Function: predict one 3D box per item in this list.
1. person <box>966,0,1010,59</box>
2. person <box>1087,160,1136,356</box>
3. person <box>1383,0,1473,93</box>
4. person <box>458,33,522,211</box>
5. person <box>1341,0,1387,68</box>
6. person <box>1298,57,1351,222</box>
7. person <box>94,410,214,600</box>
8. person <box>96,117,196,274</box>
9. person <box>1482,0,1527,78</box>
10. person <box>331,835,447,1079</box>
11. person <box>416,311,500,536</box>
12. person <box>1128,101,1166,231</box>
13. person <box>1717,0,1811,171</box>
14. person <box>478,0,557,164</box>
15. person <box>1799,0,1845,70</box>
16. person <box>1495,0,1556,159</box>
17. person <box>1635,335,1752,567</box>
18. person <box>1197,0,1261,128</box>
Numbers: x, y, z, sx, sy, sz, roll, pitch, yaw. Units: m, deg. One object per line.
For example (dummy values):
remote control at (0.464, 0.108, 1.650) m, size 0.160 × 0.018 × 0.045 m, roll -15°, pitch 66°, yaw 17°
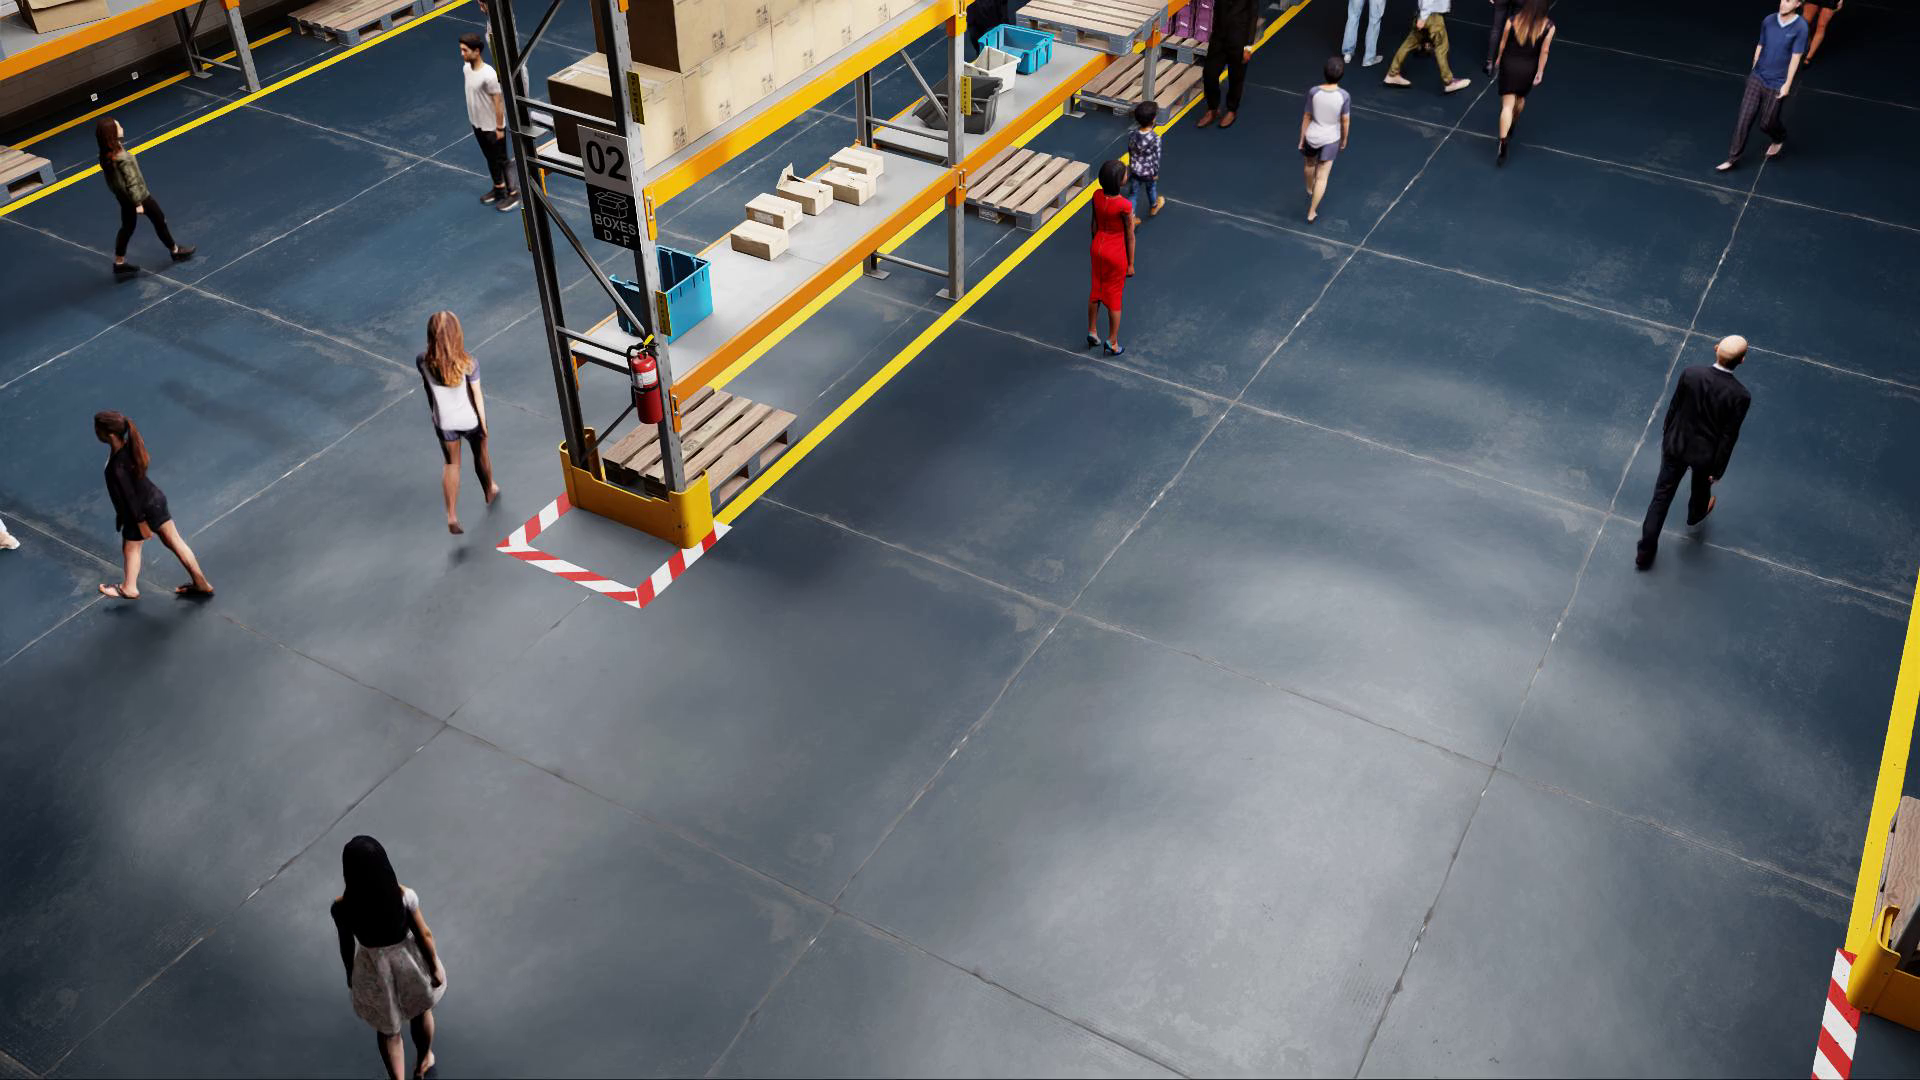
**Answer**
person at (0.294, -5.508, 17.658) m, size 0.706 × 1.788 × 1.025 m, roll 20°, pitch 43°, yaw 23°
person at (1.228, -2.320, 13.702) m, size 0.607 × 1.744 × 0.563 m, roll 30°, pitch 47°, yaw 32°
person at (4.970, -5.685, 17.899) m, size 1.020 × 1.764 × 1.185 m, roll 6°, pitch 39°, yaw 7°
person at (-4.482, -3.996, 15.819) m, size 0.673 × 1.721 × 0.605 m, roll 30°, pitch 48°, yaw 32°
person at (4.558, -6.207, 18.470) m, size 0.685 × 1.867 × 0.580 m, roll 23°, pitch 44°, yaw 26°
person at (3.401, -3.748, 15.662) m, size 0.674 × 1.530 × 0.988 m, roll 13°, pitch 40°, yaw 16°
person at (-5.436, -0.212, 11.234) m, size 0.925 × 1.530 × 0.985 m, roll 0°, pitch 39°, yaw 0°
person at (-7.455, -3.037, 14.840) m, size 0.704 × 1.443 × 1.013 m, roll 28°, pitch 46°, yaw 31°
person at (6.057, -5.947, 18.240) m, size 0.680 × 1.748 × 0.648 m, roll 9°, pitch 39°, yaw 11°
person at (-2.736, 2.175, 8.061) m, size 0.956 × 1.758 × 1.030 m, roll -8°, pitch 39°, yaw -10°
person at (-3.602, -0.809, 11.841) m, size 0.924 × 1.706 × 1.104 m, roll 1°, pitch 39°, yaw 1°
person at (1.683, -3.473, 15.561) m, size 0.505 × 1.226 × 0.786 m, roll 21°, pitch 43°, yaw 24°
person at (8.041, -4.545, 16.407) m, size 1.129 × 1.845 × 0.895 m, roll -26°, pitch 45°, yaw -29°
person at (-4.394, -4.640, 16.602) m, size 0.959 × 1.750 × 0.820 m, roll -31°, pitch 48°, yaw -33°
person at (9.687, -6.091, 18.486) m, size 0.617 × 1.666 × 0.698 m, roll 28°, pitch 47°, yaw 31°
person at (5.589, -4.635, 16.657) m, size 0.881 × 1.673 × 1.168 m, roll 6°, pitch 39°, yaw 8°
person at (5.028, -0.577, 11.512) m, size 0.788 × 1.754 × 1.188 m, roll 26°, pitch 46°, yaw 29°
person at (2.868, -5.213, 17.207) m, size 0.753 × 1.890 × 0.800 m, roll 24°, pitch 44°, yaw 27°
